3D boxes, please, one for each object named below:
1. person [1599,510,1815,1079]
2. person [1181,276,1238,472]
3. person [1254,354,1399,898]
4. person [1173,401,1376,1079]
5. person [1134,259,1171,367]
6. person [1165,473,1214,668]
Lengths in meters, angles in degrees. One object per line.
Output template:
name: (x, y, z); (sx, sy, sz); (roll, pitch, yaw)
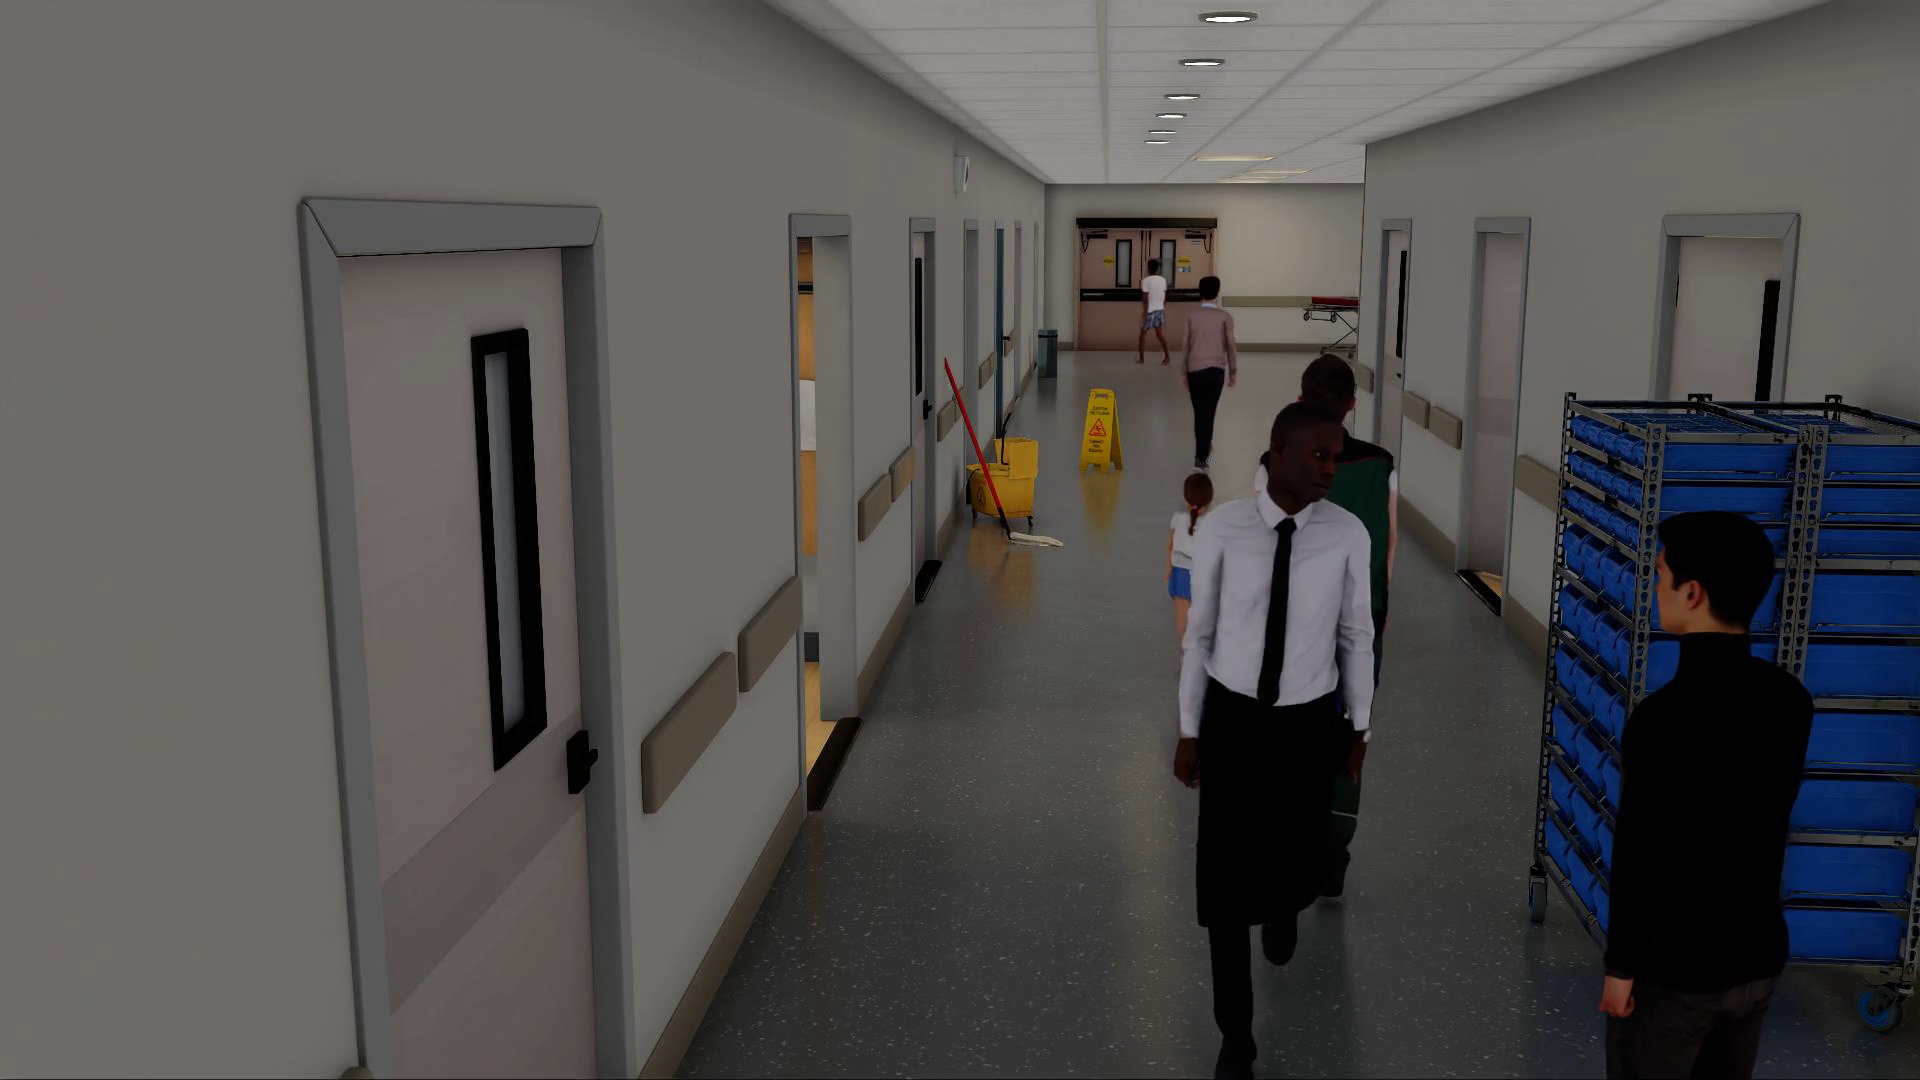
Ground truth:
person: (1.498, 0.792, 3.364); (0.723, 1.720, 0.728); (-6, 12, -27)
person: (2.251, -1.485, 15.266); (0.840, 1.757, 1.234); (3, 11, 18)
person: (1.255, 0.315, 5.672); (0.683, 1.793, 1.122); (2, 11, 8)
person: (0.866, 0.524, 4.545); (0.766, 1.806, 1.081); (3, 11, 15)
person: (3.134, -3.586, 26.519); (1.030, 1.690, 1.232); (-5, 12, -24)
person: (1.188, 0.167, 8.567); (0.447, 1.008, 0.708); (0, 11, 1)
